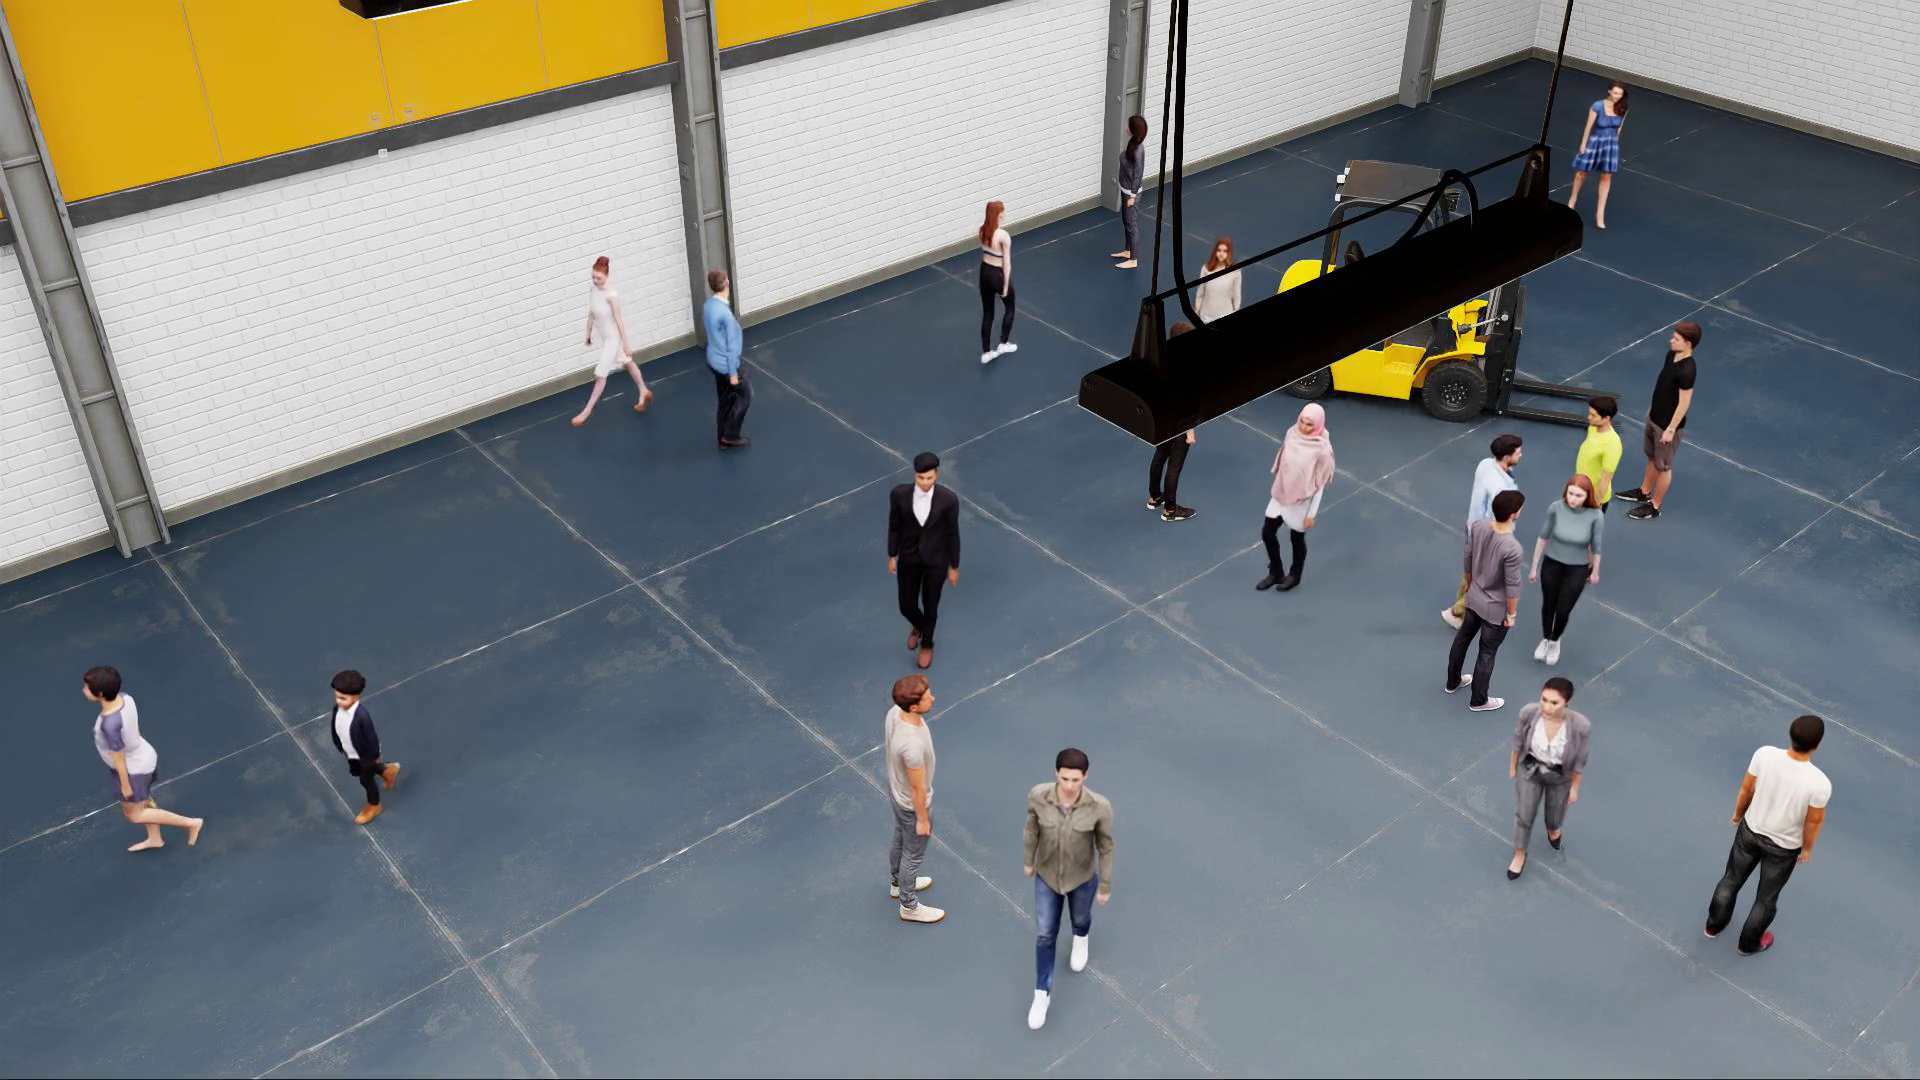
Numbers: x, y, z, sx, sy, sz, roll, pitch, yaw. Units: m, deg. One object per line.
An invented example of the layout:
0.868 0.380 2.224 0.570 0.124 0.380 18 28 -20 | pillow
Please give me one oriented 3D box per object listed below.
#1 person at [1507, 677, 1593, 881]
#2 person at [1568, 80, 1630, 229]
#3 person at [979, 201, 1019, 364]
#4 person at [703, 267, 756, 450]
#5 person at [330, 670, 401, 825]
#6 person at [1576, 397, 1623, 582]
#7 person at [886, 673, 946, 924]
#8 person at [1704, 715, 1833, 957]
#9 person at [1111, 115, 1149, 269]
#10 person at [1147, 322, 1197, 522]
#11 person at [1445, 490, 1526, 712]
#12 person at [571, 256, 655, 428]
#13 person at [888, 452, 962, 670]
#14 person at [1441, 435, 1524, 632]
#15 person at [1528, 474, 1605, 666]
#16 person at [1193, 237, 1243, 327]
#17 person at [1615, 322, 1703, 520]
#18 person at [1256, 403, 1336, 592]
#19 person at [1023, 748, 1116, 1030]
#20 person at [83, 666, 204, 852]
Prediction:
3.838 1.521 10.854 0.786 1.653 0.911 15 37 22 | person
7.710 -4.715 20.137 1.043 1.762 1.072 1 34 2 | person
0.288 -2.608 16.999 0.649 1.726 0.749 24 41 32 | person
-2.265 -1.637 15.488 0.641 1.783 0.723 -18 38 -25 | person
-4.104 1.376 11.466 0.604 1.216 0.747 20 38 27 | person
5.247 -0.446 13.771 0.744 1.699 0.706 -2 34 -2 | person
-0.311 1.606 10.506 0.698 1.895 0.737 -9 35 -13 | person
5.004 1.813 10.279 0.517 1.801 0.639 -26 41 -33 | person
1.966 -4.009 19.068 0.709 1.768 0.692 -4 34 -5 | person
1.870 -1.051 14.545 0.654 1.849 0.720 -15 36 -21 | person
3.912 0.432 12.311 0.620 1.854 0.717 -16 37 -23 | person
-3.241 -1.909 15.933 1.121 1.743 0.656 -21 39 -29 | person
-0.264 0.093 12.804 0.874 1.872 0.923 5 34 8 | person
4.041 -0.033 13.061 0.890 1.797 0.836 1 34 2 | person
4.666 0.191 12.790 0.728 1.724 0.727 19 38 26 | person
2.554 -2.235 16.465 0.818 1.695 0.918 11 35 16 | person
6.192 -1.059 14.546 0.809 1.861 0.757 2 34 3 | person
2.812 -0.348 13.544 0.647 1.787 0.647 -23 40 -31 | person
0.678 1.960 10.035 1.087 1.827 1.209 8 34 12 | person
-5.418 1.478 11.011 0.871 1.551 0.754 -8 34 -11 | person
